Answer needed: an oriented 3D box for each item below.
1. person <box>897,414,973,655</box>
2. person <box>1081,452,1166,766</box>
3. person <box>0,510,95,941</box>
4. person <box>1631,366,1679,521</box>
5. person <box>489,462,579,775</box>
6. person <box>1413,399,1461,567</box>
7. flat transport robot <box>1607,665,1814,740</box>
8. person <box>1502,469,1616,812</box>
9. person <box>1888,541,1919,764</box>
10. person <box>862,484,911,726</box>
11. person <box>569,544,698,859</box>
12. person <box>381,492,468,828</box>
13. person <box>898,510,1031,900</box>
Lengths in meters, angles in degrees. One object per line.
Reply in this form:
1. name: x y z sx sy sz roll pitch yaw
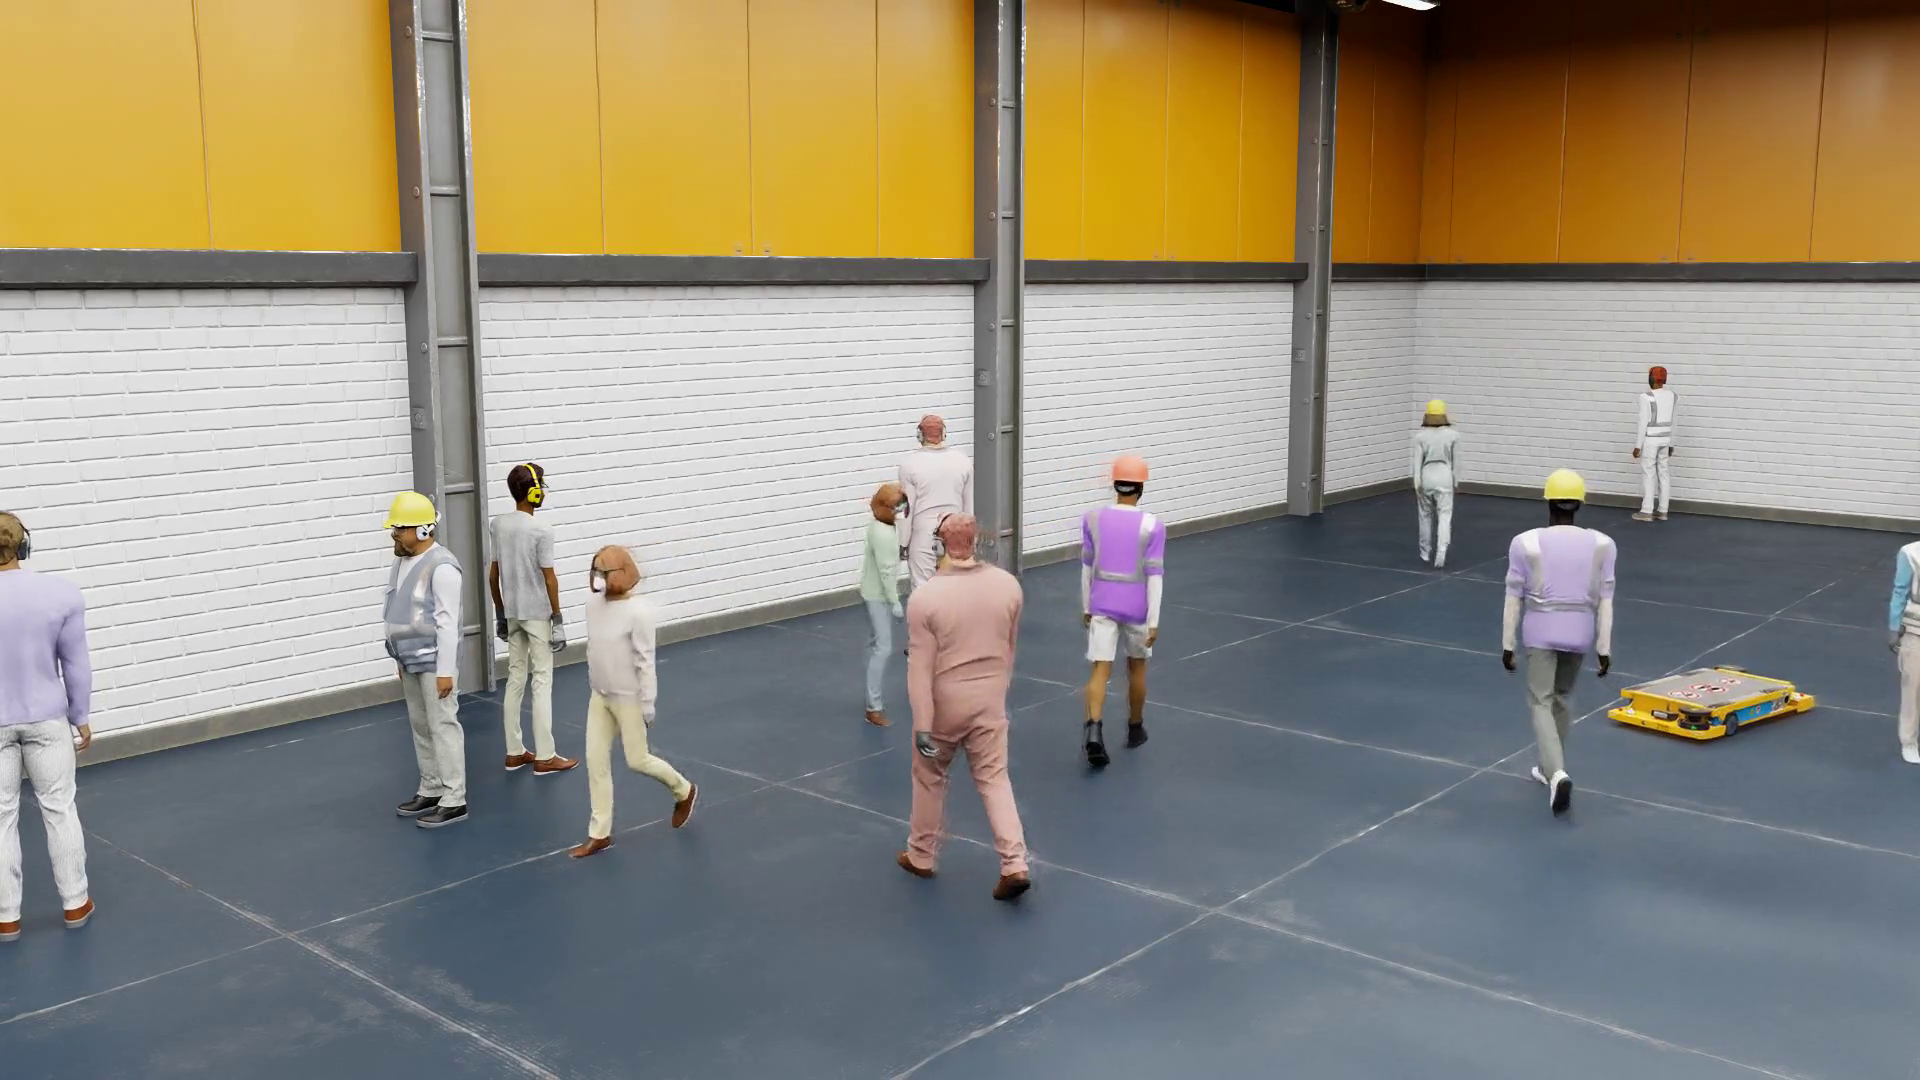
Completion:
1. person: -0.216 -0.030 12.974 0.651 1.904 0.403 -5 10 -28
2. person: 0.976 0.417 10.194 0.545 1.909 0.912 3 10 19
3. person: -4.239 0.829 7.470 0.629 1.940 0.376 -5 10 -30
4. person: 8.435 -1.169 20.186 0.585 1.882 0.337 -3 10 -20
5. person: -2.570 0.468 9.953 0.535 1.869 0.314 5 10 29
6. person: 4.895 -0.593 17.115 0.484 1.713 0.789 2 9 13
7. flat transport robot: 5.050 1.073 11.158 1.431 0.197 0.652 -7 11 -36
8. person: 3.380 0.550 9.380 0.591 1.901 0.871 1 9 4
9. person: 5.900 0.574 10.068 0.533 1.623 0.406 3 10 19
10. person: -0.497 0.404 11.217 0.328 1.606 0.644 0 9 -2
11. person: -1.716 0.808 8.644 0.504 1.612 0.704 7 12 38
12. person: -2.909 0.642 9.026 0.586 1.824 0.404 9 13 44
13. person: 0.033 0.789 7.982 0.650 1.873 0.896 -5 10 -27
